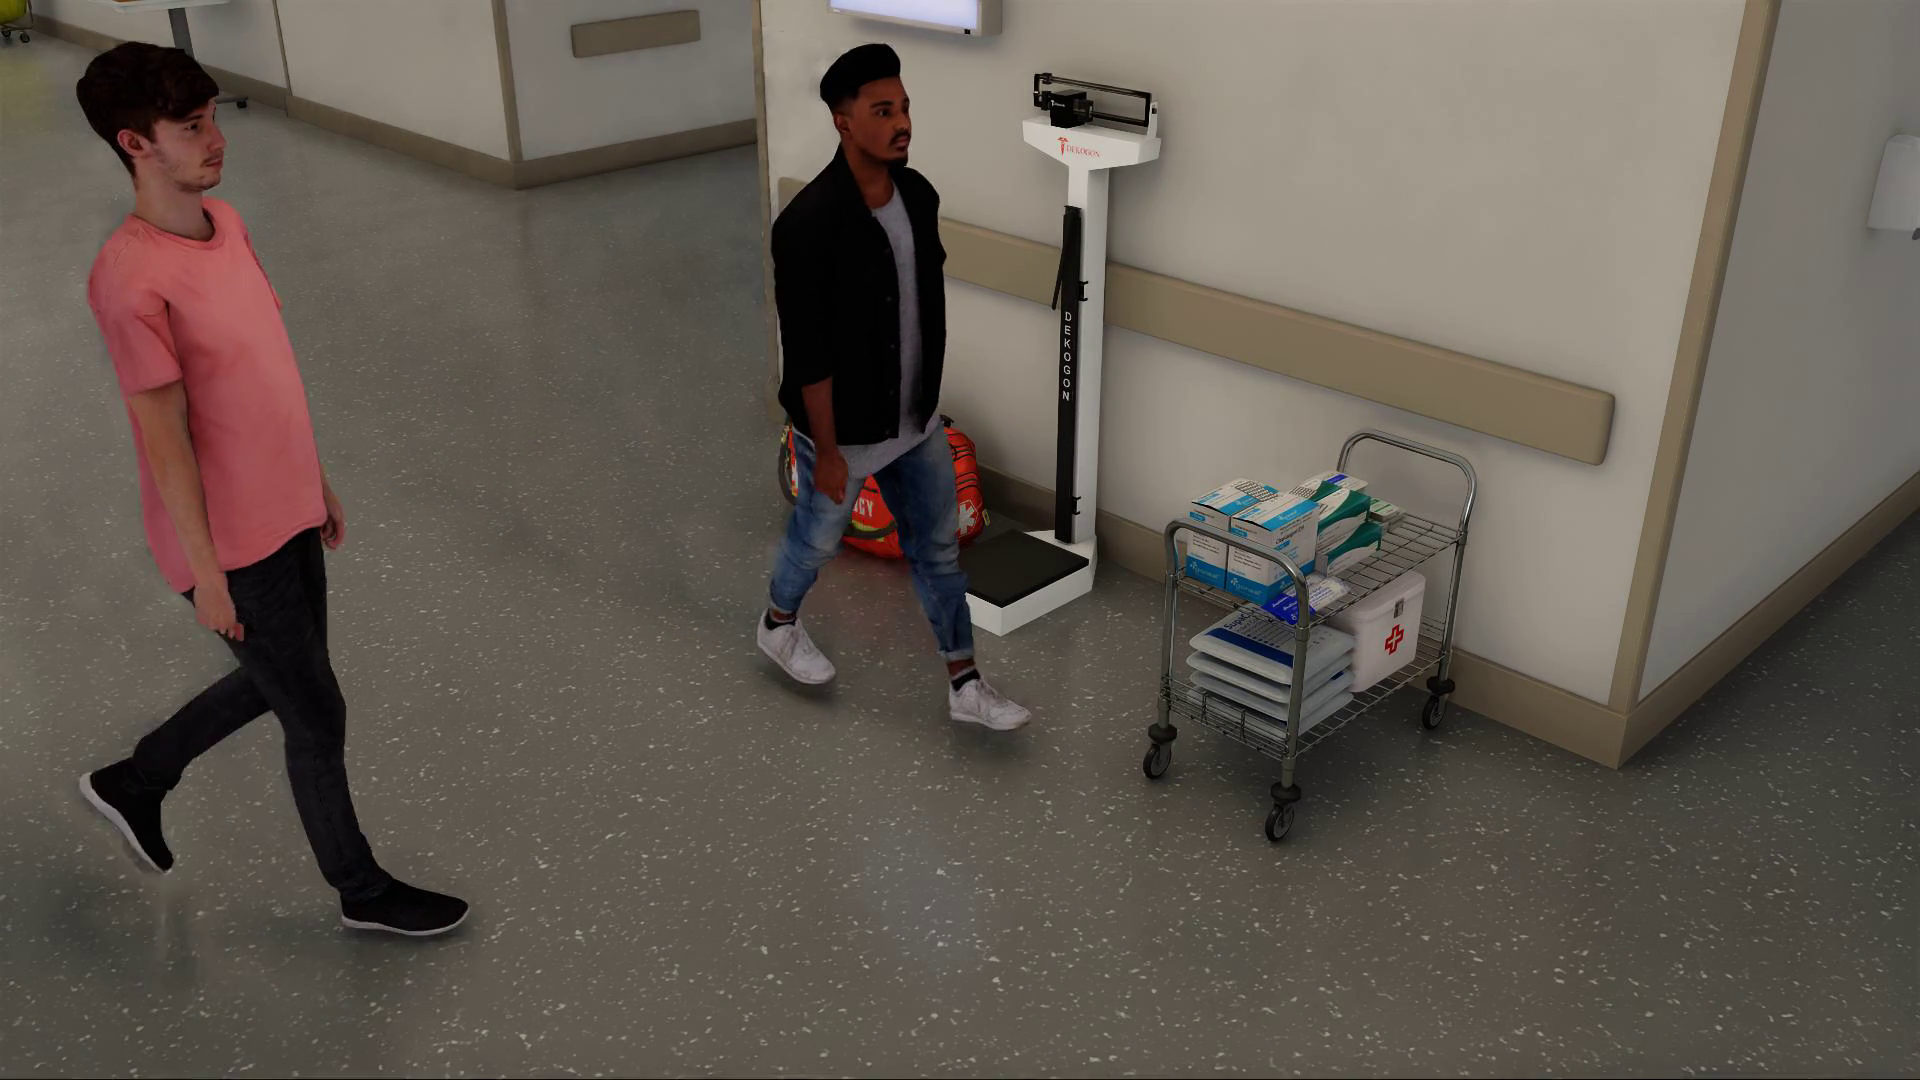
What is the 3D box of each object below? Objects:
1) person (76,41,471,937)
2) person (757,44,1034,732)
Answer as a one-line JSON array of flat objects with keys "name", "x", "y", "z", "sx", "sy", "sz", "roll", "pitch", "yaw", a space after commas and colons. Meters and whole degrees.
[{"name": "person", "x": -1.544, "y": -0.016, "z": 3.415, "sx": 1.135, "sy": 1.942, "sz": 1.092, "roll": -1, "pitch": 26, "yaw": -1}, {"name": "person", "x": -0.320, "y": -0.359, "z": 4.330, "sx": 1.144, "sy": 1.766, "sz": 0.695, "roll": 23, "pitch": 34, "yaw": 39}]
